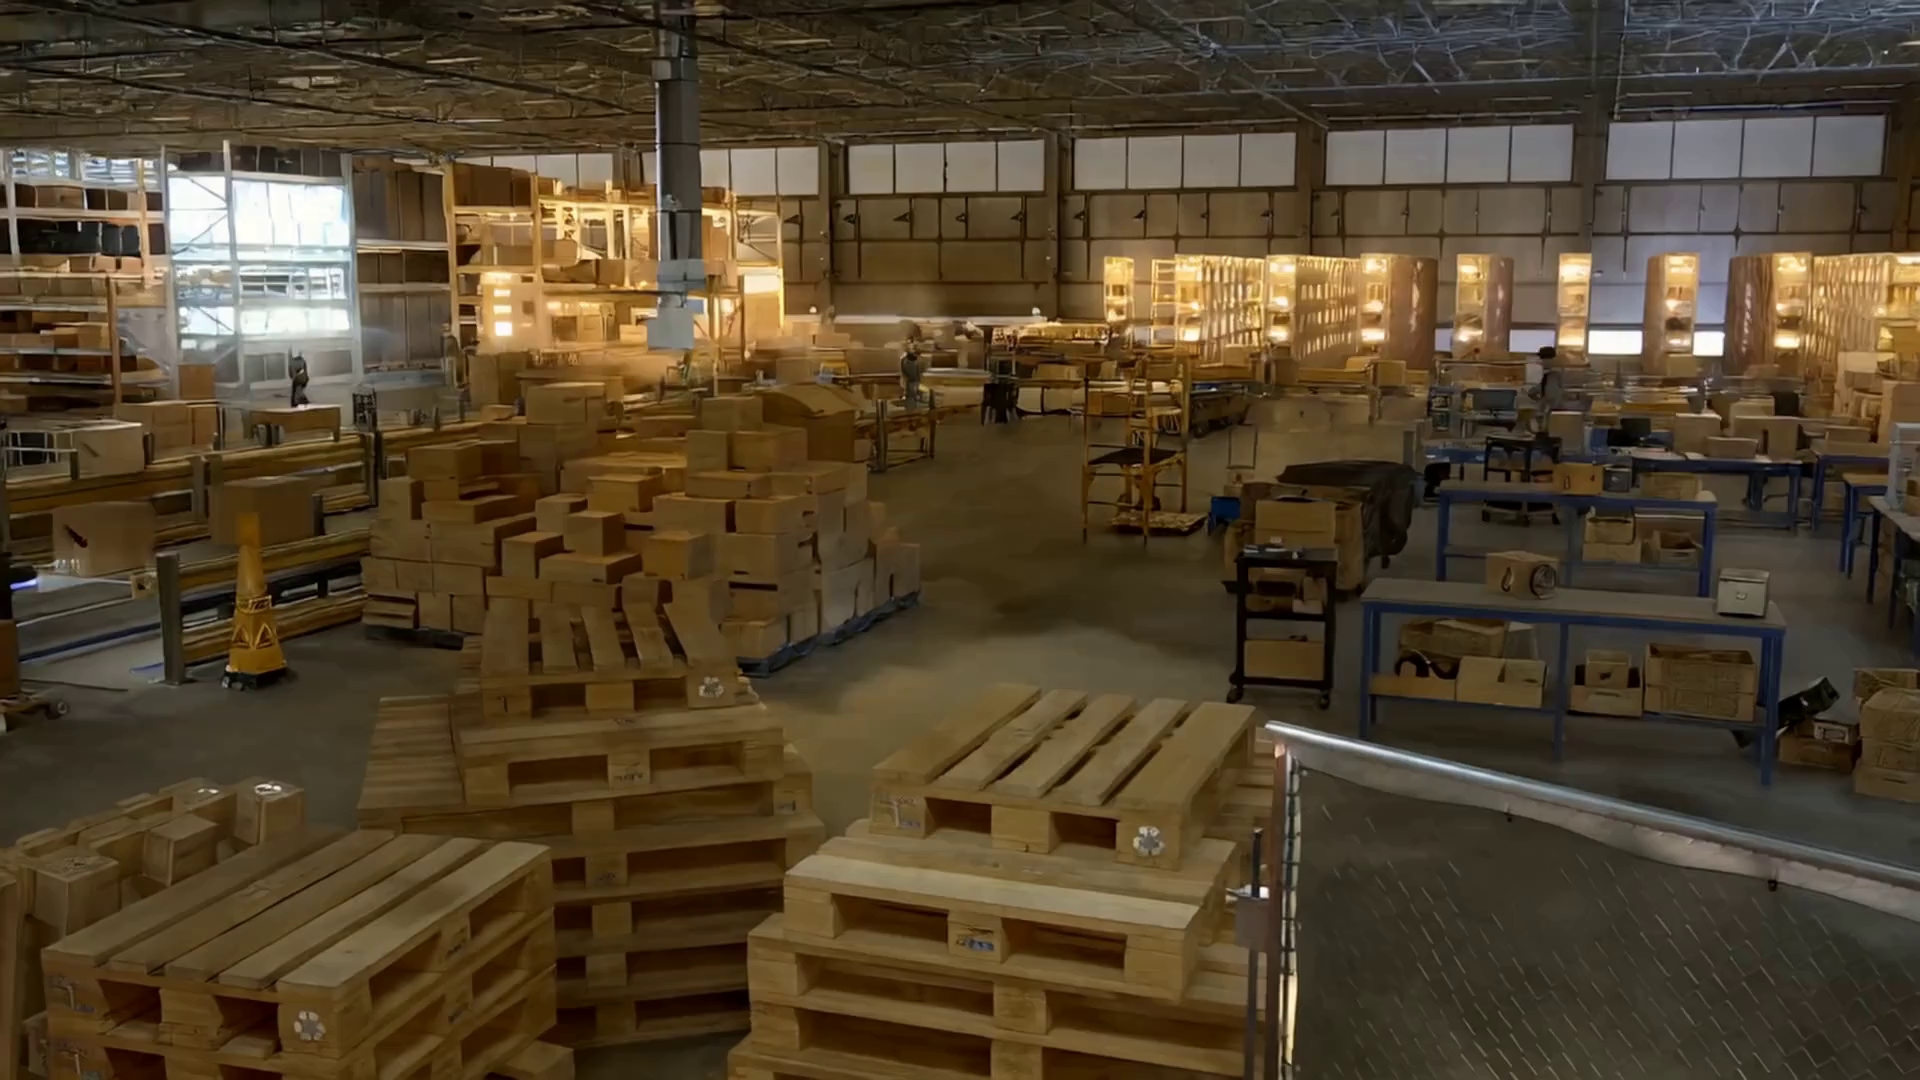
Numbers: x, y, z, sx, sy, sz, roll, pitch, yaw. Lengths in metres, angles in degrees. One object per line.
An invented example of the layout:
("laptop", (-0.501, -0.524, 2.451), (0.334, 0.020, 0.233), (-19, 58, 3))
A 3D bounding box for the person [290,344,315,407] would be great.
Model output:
("person", (-13.269, -3.133, 33.592), (0.863, 1.658, 0.539), (-1, 9, -6))

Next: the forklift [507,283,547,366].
("forklift", (-11.780, -5.598, 45.240), (1.129, 2.768, 1.873), (3, 10, 20))

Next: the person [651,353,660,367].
("person", (-7.535, -4.540, 42.202), (0.657, 1.712, 0.839), (-4, 10, -22))

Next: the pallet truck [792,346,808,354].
("pallet truck", (-3.705, -4.298, 42.022), (0.653, 1.274, 1.630), (3, 10, 20))

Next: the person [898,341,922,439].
("person", (-0.908, -2.789, 30.900), (0.404, 1.826, 0.587), (5, 10, 28))

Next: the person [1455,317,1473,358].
("person", (15.630, -6.065, 51.524), (0.697, 1.817, 0.448), (-6, 11, -35))

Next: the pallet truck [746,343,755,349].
("pallet truck", (-6.183, -4.618, 44.264), (1.601, 1.201, 0.680), (-9, 12, -43))

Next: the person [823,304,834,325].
("person", (-5.167, -8.332, 65.399), (0.744, 1.919, 0.637), (-7, 12, -38))

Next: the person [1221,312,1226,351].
("person", (9.290, -7.191, 58.544), (0.403, 1.826, 0.589), (-5, 10, -30))

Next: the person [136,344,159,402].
("person", (-16.654, -3.195, 34.054), (0.264, 1.632, 0.507), (4, 10, 24))

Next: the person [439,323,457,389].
("person", (-13.626, -4.881, 44.258), (0.337, 1.757, 0.518), (6, 11, 34))

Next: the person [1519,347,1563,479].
("person", (8.634, -1.854, 24.561), (1.054, 1.976, 0.625), (1, 9, 9))

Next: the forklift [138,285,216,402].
("forklift", (-17.480, -4.200, 36.461), (1.873, 2.768, 1.129), (3, 10, 19))

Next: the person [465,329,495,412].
("person", (-10.396, -3.659, 36.250), (0.978, 1.882, 0.534), (-8, 12, -39))

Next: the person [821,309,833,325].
("person", (-4.182, -6.245, 52.132), (0.634, 1.979, 0.628), (0, 9, -1))

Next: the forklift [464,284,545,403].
("forklift", (-10.832, -4.702, 39.610), (1.129, 2.768, 1.873), (3, 10, 20))
